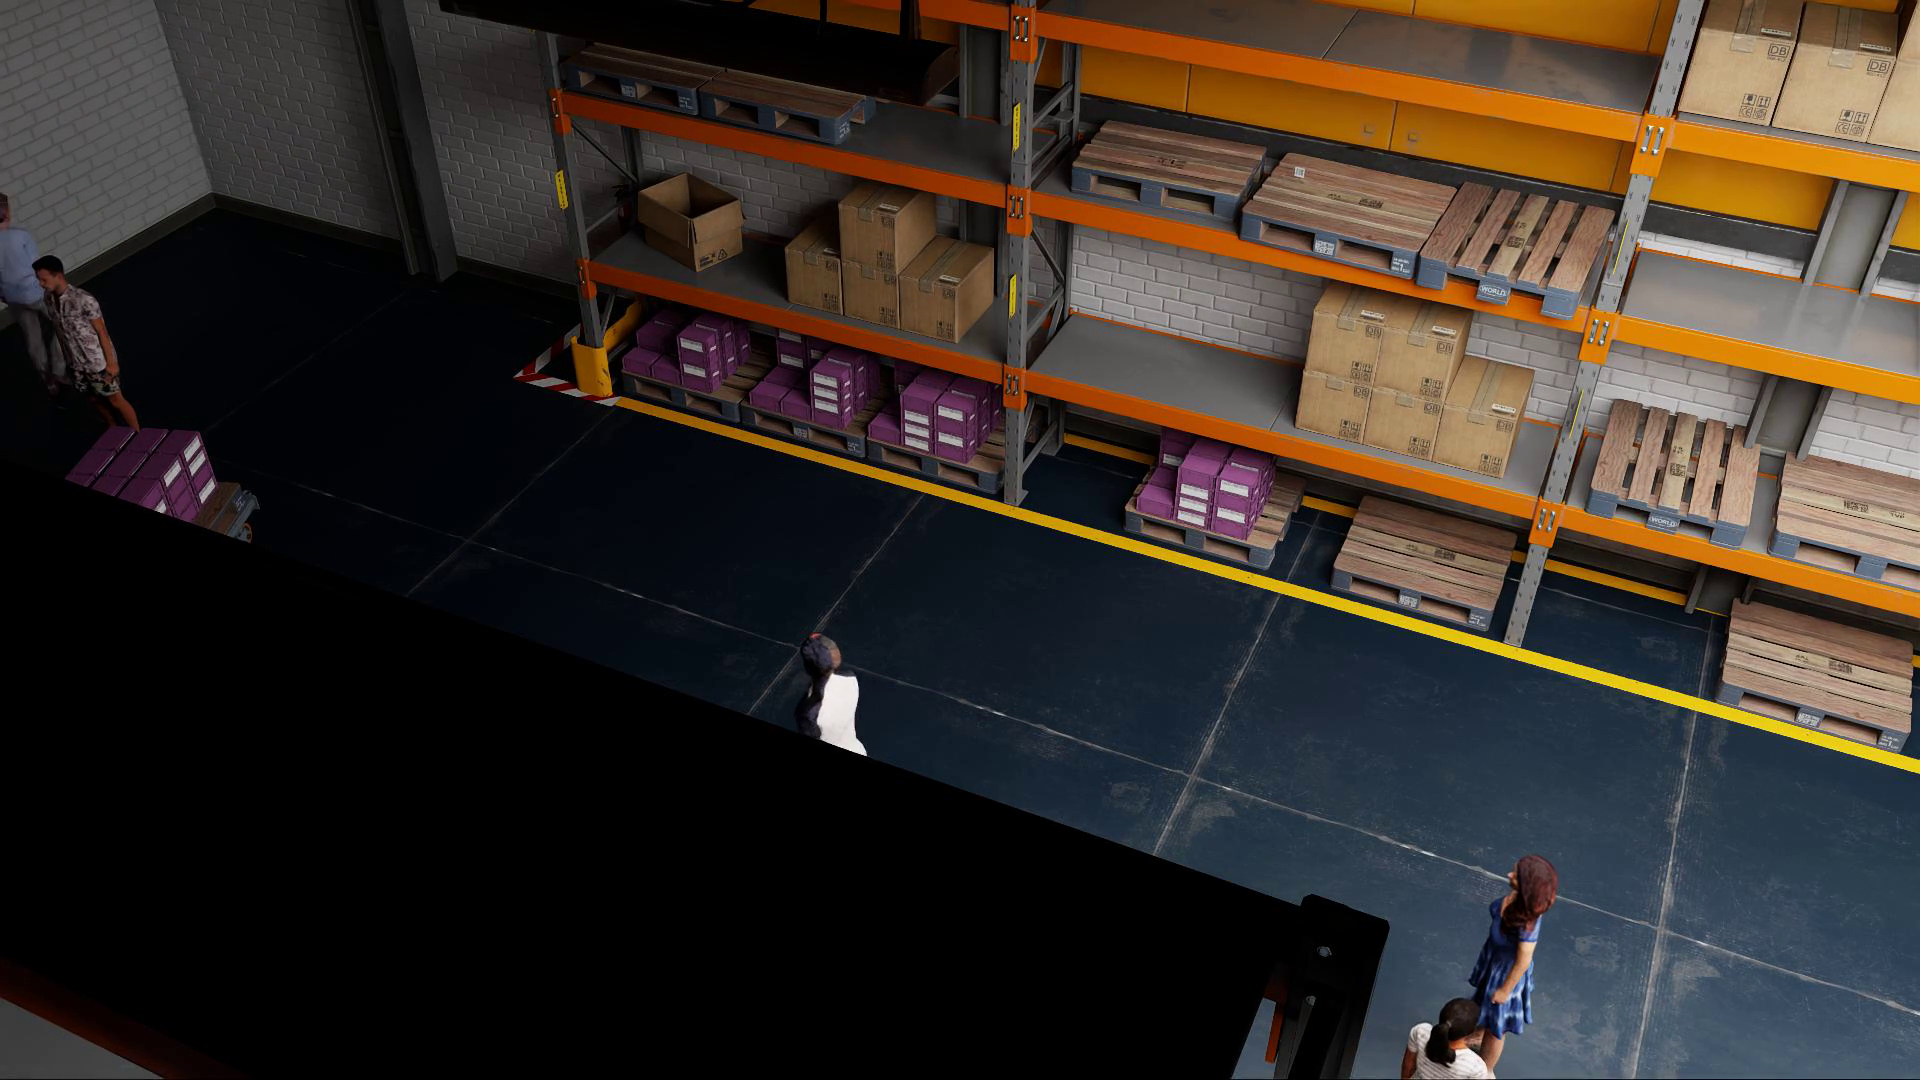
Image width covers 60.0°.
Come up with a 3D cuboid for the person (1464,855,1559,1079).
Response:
[{"bbox_3d":[2.867,2.291,8.809,0.645,1.805,0.712,9,39,11],"label":"person"}]

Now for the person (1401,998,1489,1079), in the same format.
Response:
[{"bbox_3d":[2.357,2.822,8.271,0.562,1.646,0.691,31,48,33],"label":"person"}]

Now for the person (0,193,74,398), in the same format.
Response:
[{"bbox_3d":[-7.953,-2.021,14.153,0.794,1.875,0.884,-1,39,-1],"label":"person"}]

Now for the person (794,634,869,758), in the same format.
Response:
[{"bbox_3d":[-0.716,1.359,9.919,0.786,1.876,0.771,27,46,30],"label":"person"}]

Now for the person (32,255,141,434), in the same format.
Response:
[{"bbox_3d":[-7.097,-1.527,13.586,0.536,1.809,0.750,13,40,15],"label":"person"}]
